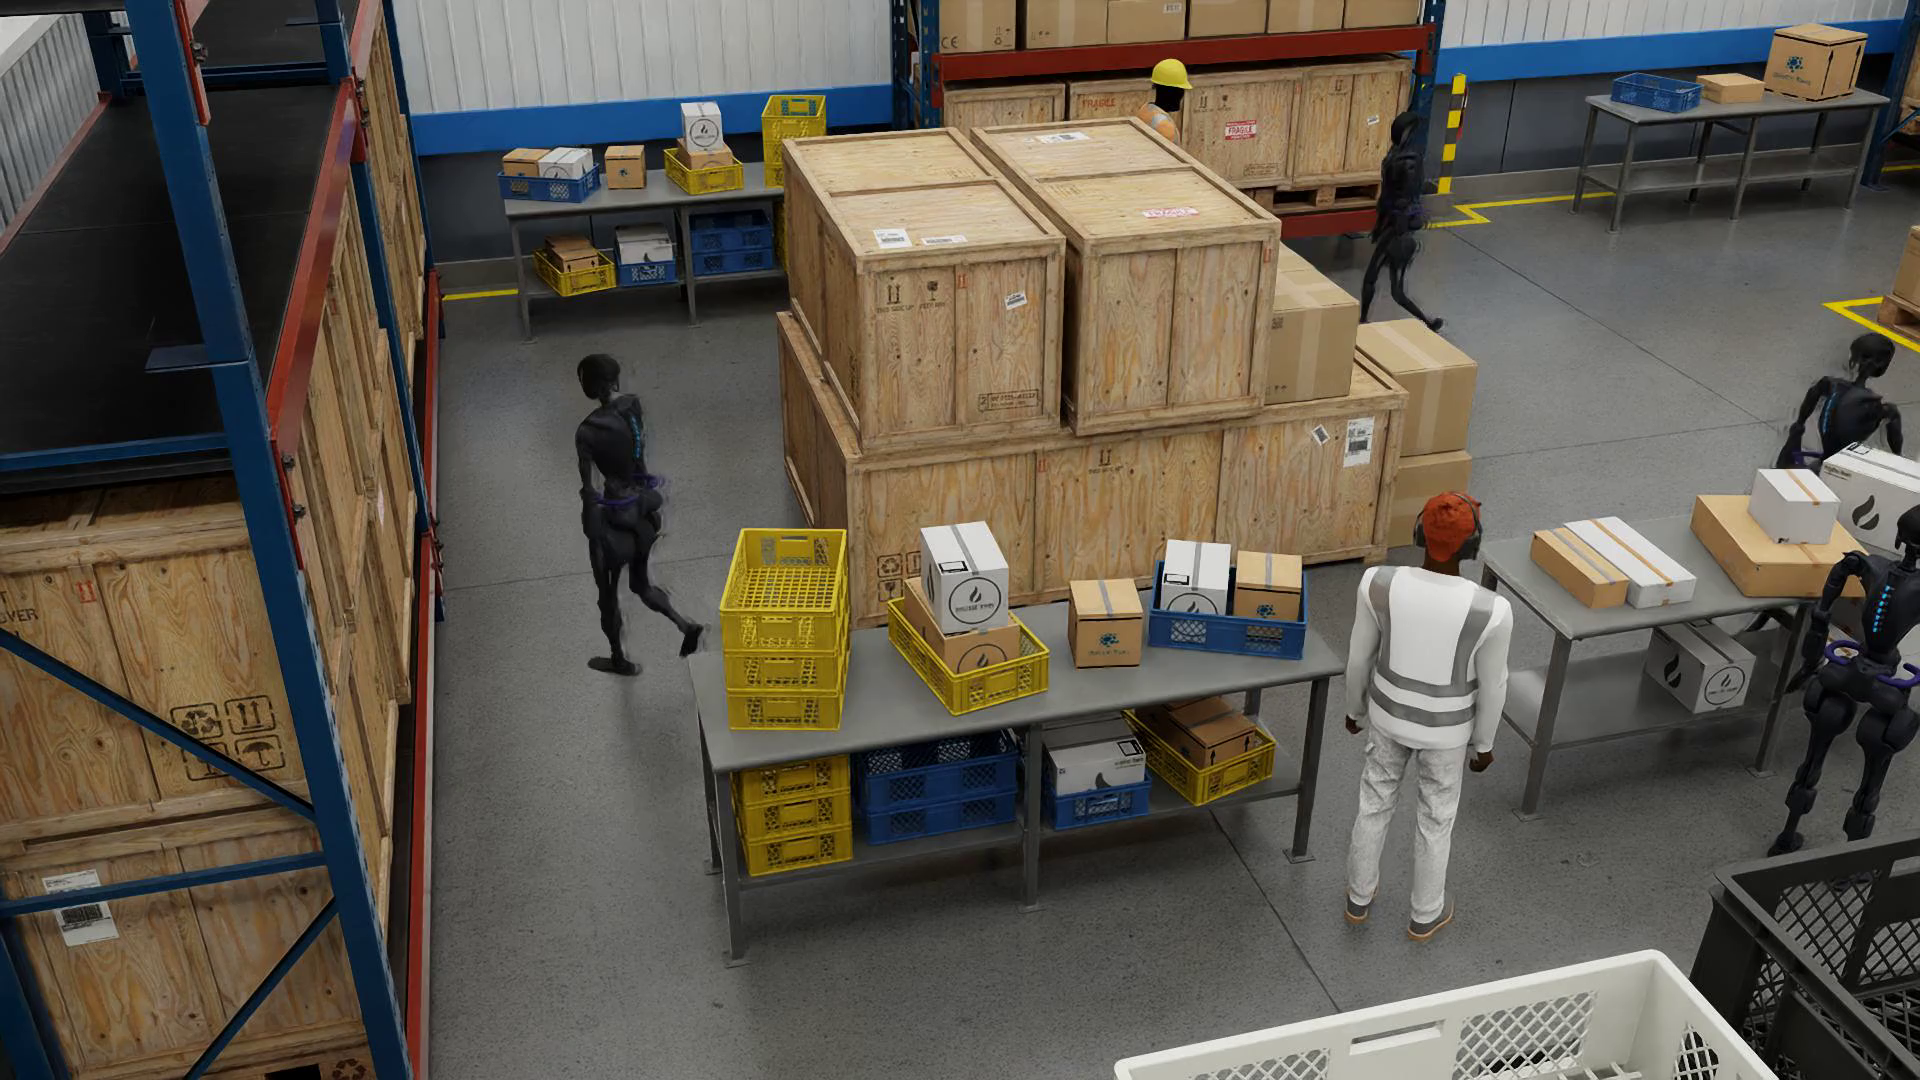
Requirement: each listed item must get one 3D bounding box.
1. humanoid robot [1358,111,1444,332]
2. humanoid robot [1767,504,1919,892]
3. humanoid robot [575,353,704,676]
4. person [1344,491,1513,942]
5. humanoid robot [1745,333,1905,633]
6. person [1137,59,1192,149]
[{"bbox_3d":[3.114,-2.199,11.676,0.634,1.638,0.595,-1,29,-1],"label":"humanoid robot"},{"bbox_3d":[3.567,0.605,6.545,0.319,1.657,0.612,-22,36,-35],"label":"humanoid robot"},{"bbox_3d":[-1.536,-0.097,7.844,0.498,1.646,0.640,12,31,21],"label":"humanoid robot"},{"bbox_3d":[1.717,0.677,6.211,0.573,1.887,0.355,15,32,25],"label":"person"},{"bbox_3d":[4.241,-0.226,8.114,0.805,1.613,0.560,-7,30,-12],"label":"humanoid robot"},{"bbox_3d":[1.403,-2.451,11.850,0.379,1.924,0.587,-5,29,-8],"label":"person"}]
